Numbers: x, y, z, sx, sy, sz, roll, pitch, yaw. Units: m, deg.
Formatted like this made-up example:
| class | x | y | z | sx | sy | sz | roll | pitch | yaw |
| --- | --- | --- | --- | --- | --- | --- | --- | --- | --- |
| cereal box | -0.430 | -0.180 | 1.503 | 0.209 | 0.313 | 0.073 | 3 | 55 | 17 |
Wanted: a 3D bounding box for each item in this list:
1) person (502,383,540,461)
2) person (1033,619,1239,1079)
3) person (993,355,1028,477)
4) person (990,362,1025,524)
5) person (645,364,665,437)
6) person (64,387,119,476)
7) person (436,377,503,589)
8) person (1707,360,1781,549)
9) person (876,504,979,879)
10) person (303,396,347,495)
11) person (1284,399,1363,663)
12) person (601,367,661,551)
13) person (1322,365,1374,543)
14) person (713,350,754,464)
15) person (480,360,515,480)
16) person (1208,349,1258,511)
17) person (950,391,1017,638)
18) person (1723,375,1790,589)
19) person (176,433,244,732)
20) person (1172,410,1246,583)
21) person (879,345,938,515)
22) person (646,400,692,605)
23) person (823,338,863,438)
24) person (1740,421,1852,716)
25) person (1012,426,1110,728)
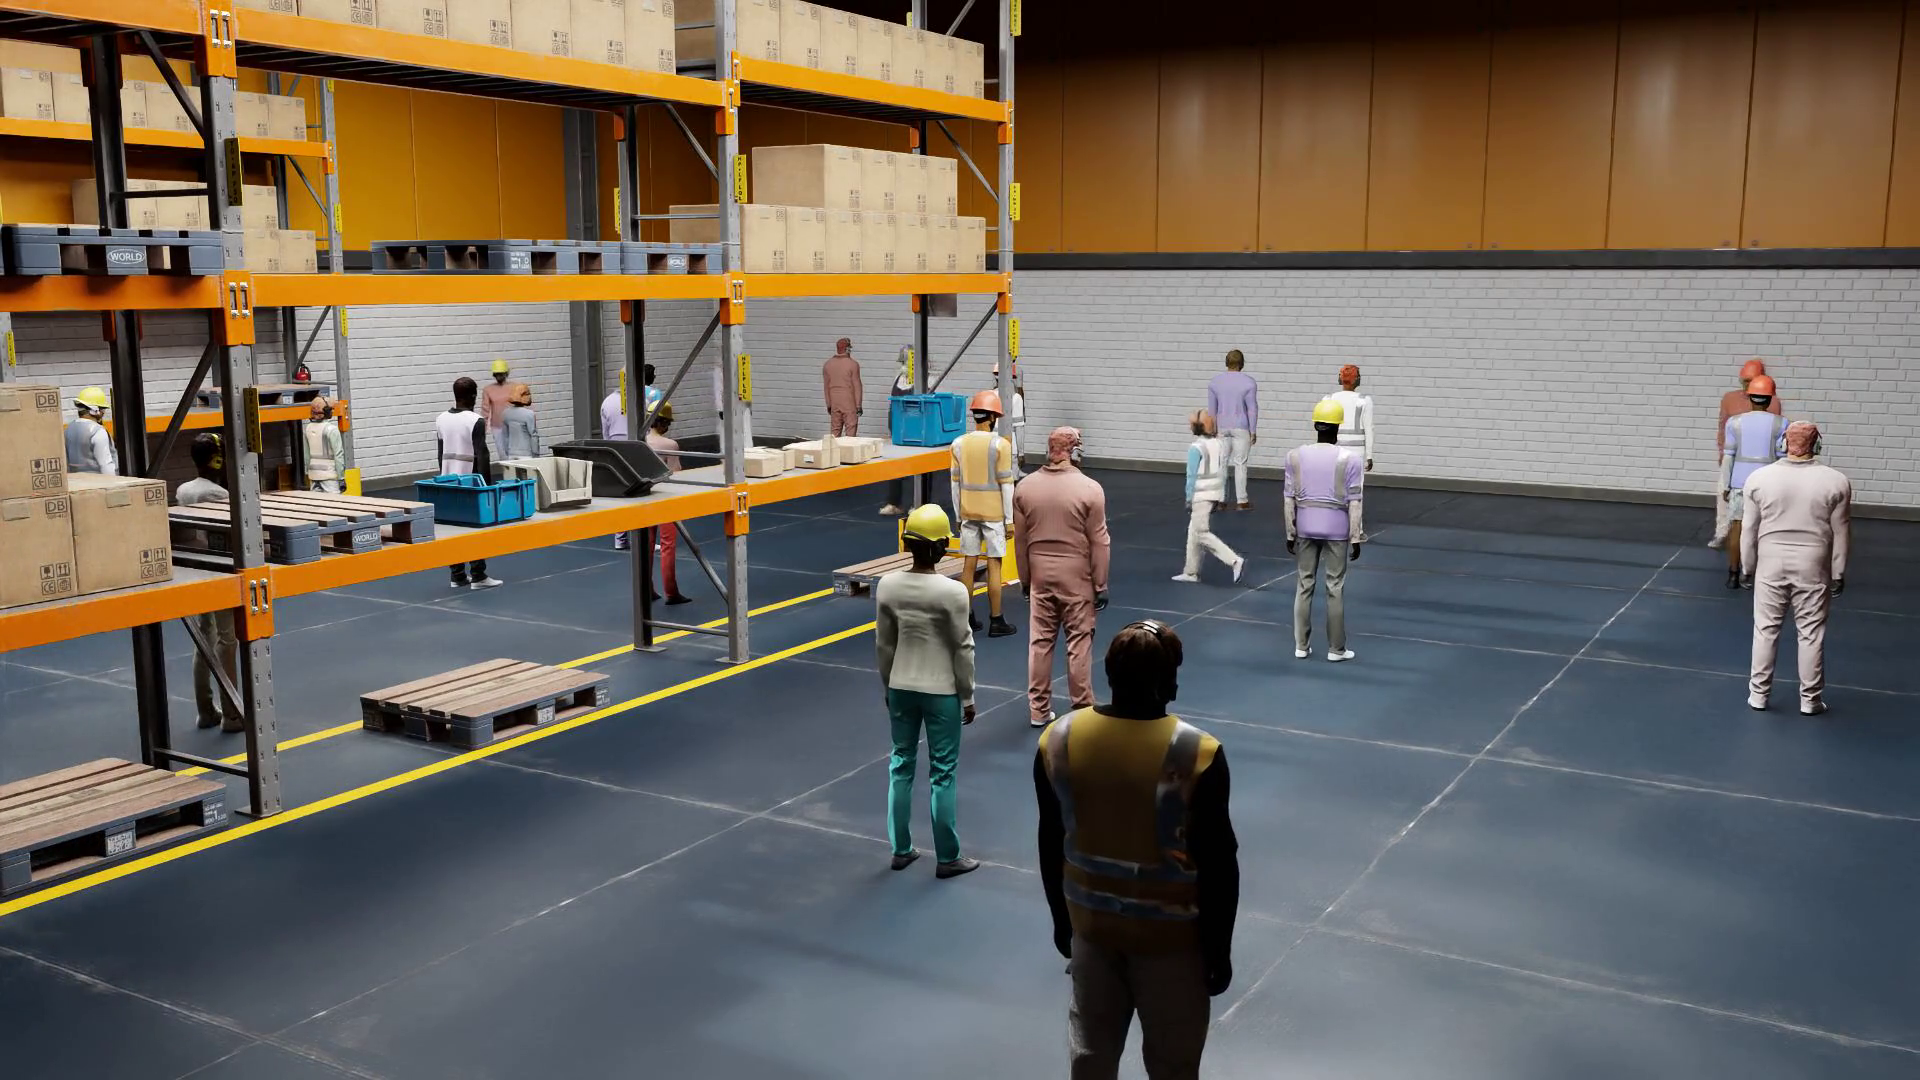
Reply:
| class | x | y | z | sx | sy | sz | roll | pitch | yaw |
| --- | --- | --- | --- | --- | --- | --- | --- | --- | --- |
| person | -4.837 | -0.915 | 18.400 | 0.497 | 1.633 | 0.283 | 5 | 11 | 30 |
| person | 0.534 | 1.142 | 4.916 | 0.623 | 1.844 | 0.429 | 5 | 11 | 30 |
| person | 0.698 | -1.804 | 23.212 | 0.510 | 1.872 | 0.329 | 5 | 11 | 30 |
| person | 0.467 | -0.968 | 17.811 | 0.542 | 1.929 | 0.368 | 5 | 11 | 30 |
| person | -3.964 | -1.386 | 21.144 | 0.532 | 1.696 | 0.319 | 5 | 11 | 30 |
| person | -7.763 | -0.458 | 14.960 | 0.586 | 1.823 | 0.403 | 5 | 11 | 30 |
| person | -4.457 | -0.509 | 14.998 | 0.589 | 1.915 | 0.393 | 5 | 11 | 30 |
| person | 7.978 | -0.842 | 16.923 | 0.639 | 1.953 | 0.836 | 8 | 12 | 41 |
| person | -0.153 | 0.710 | 7.847 | 0.522 | 1.768 | 0.312 | 5 | 11 | 30 |
| person | -6.234 | -0.592 | 16.364 | 0.511 | 1.641 | 0.308 | 5 | 11 | 30 |
| person | 2.660 | -0.064 | 12.176 | 0.584 | 1.927 | 0.367 | 5 | 11 | 30 |
| person | -3.344 | -0.829 | 17.013 | 0.639 | 1.909 | 0.409 | 5 | 11 | 30 |
| person | 4.090 | -0.905 | 17.562 | 0.573 | 1.883 | 0.356 | 5 | 11 | 30 |
| person | -3.224 | -1.899 | 24.038 | 0.654 | 1.790 | 0.945 | -6 | 11 | -34 |
| person | -5.893 | -1.440 | 21.369 | 0.553 | 1.718 | 0.876 | 0 | 9 | 1 |
| person | 3.280 | -1.318 | 19.968 | 0.628 | 1.940 | 0.373 | 5 | 11 | 30 |
| person | 0.196 | -0.201 | 13.024 | 0.542 | 1.929 | 0.368 | 5 | 11 | 30 |
| person | 7.123 | -0.506 | 14.902 | 0.542 | 1.938 | 0.358 | 5 | 11 | 30 |
| person | -4.613 | 0.263 | 10.333 | 0.510 | 1.865 | 0.329 | 5 | 11 | 30 |
| person | 2.274 | -0.373 | 15.110 | 0.694 | 1.614 | 0.512 | 6 | 11 | 31 |
| person | -0.638 | -1.274 | 19.371 | 0.714 | 2.000 | 0.771 | 9 | 13 | 43 |
| person | -2.574 | -0.321 | 14.308 | 0.522 | 1.761 | 0.321 | 5 | 11 | 30 |
| person | -1.670 | -1.977 | 24.180 | 0.639 | 1.908 | 0.409 | 5 | 11 | 30 |
| person | 5.375 | 0.182 | 10.725 | 0.639 | 1.903 | 0.409 | 5 | 11 | 30 |
| person | 0.650 | 0.246 | 10.321 | 0.639 | 1.903 | 0.409 | 5 | 11 | 30 |
